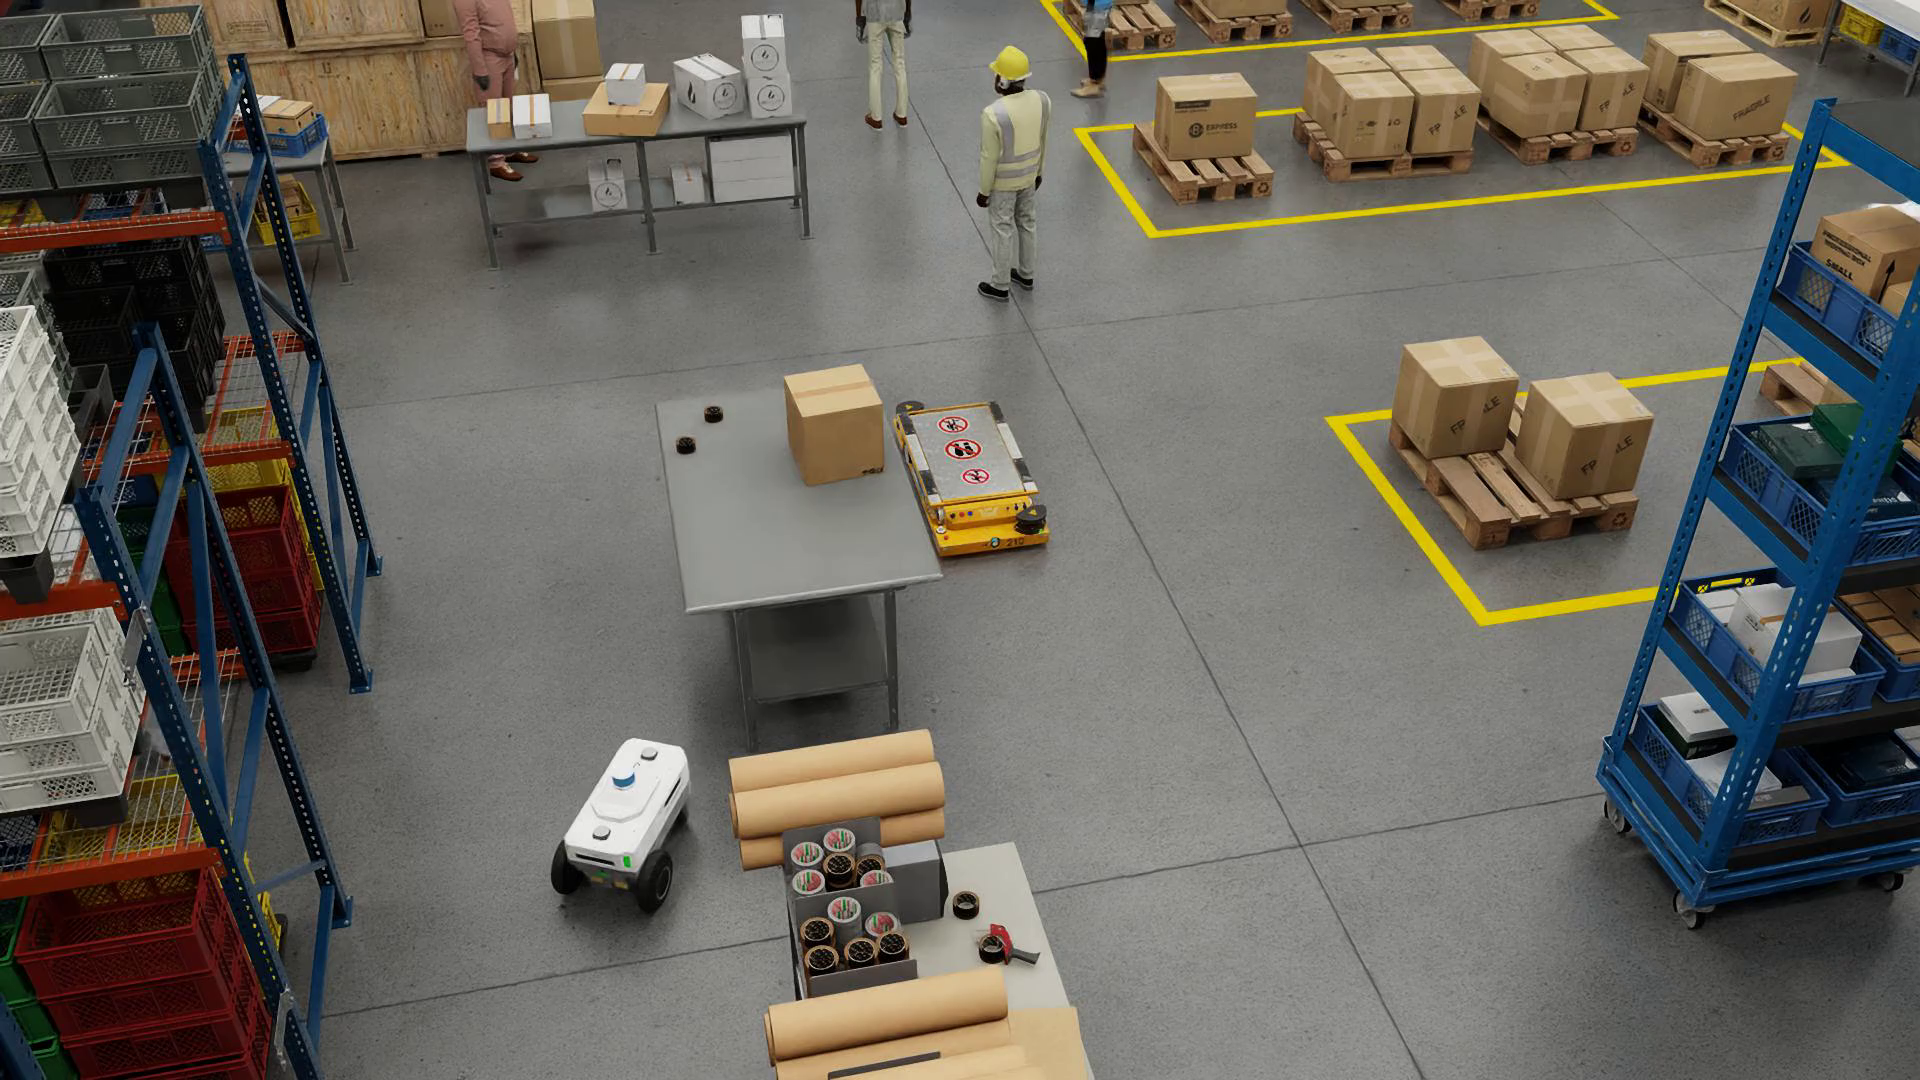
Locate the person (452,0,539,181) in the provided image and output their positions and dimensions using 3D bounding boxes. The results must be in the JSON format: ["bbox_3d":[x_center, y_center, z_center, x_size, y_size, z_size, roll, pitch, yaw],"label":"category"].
[{"bbox_3d":[-3.731,-3.877,13.385,0.400,1.905,0.643,7,37,10],"label":"person"}]

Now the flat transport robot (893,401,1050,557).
[{"bbox_3d":[0.046,-0.430,10.108,0.652,0.197,1.431,-8,37,-10],"label":"flat transport robot"}]

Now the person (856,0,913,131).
[{"bbox_3d":[-0.647,-4.428,14.165,0.500,1.862,0.327,-8,37,-10],"label":"person"}]

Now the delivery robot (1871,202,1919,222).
[{"bbox_3d":[7.144,-2.337,12.360,0.707,0.478,0.477,3,37,4],"label":"delivery robot"}]

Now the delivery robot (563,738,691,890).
[{"bbox_3d":[-1.508,1.223,7.575,0.477,0.478,0.707,9,38,12],"label":"delivery robot"}]

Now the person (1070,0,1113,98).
[{"bbox_3d":[1.170,-4.787,14.795,0.396,1.686,0.571,9,38,12],"label":"person"}]

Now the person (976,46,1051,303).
[{"bbox_3d":[0.350,-2.564,11.673,0.597,1.836,0.404,-28,45,-32],"label":"person"}]

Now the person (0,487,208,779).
[{"bbox_3d":[-4.042,0.405,7.655,0.595,1.866,0.644,17,40,21],"label":"person"}]
